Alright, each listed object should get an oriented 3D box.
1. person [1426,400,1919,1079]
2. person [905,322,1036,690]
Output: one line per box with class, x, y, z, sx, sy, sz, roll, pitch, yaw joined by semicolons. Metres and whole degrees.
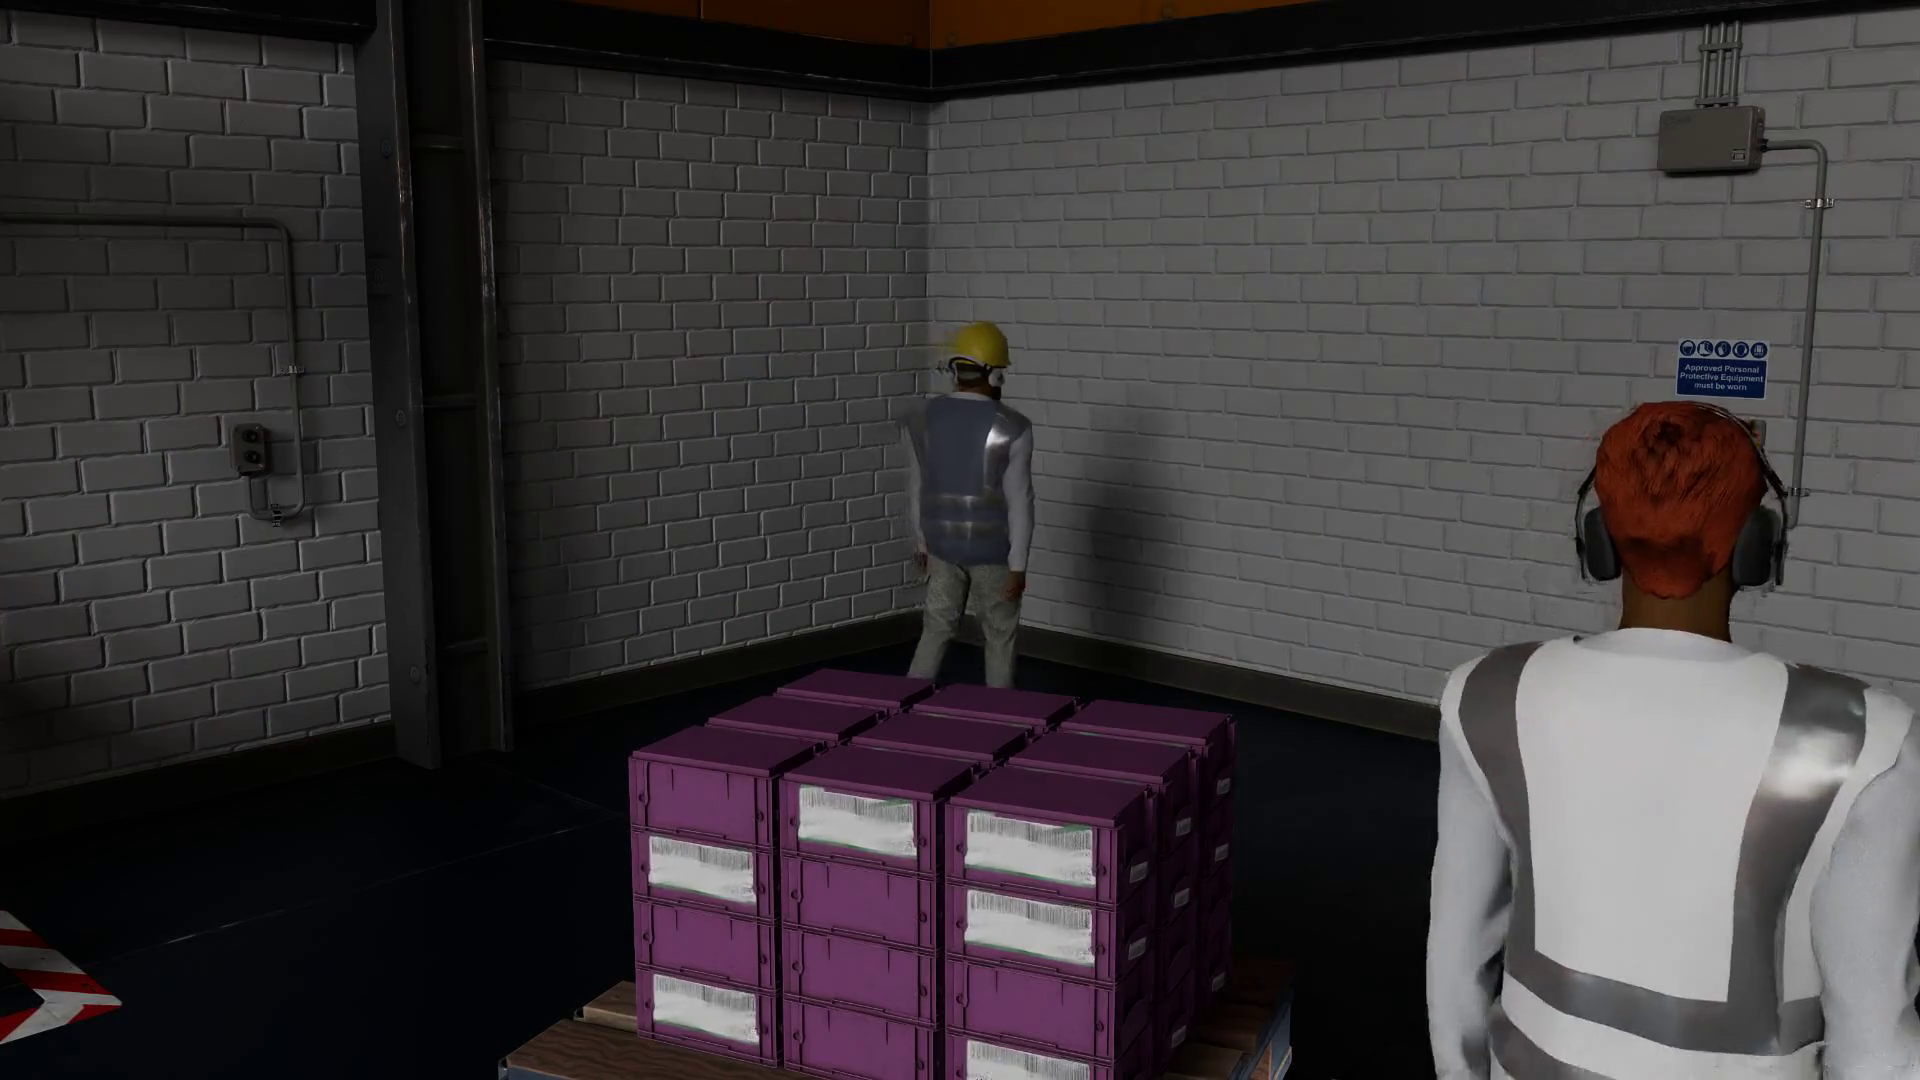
person;0.858;0.758;2.089;0.596;1.866;0.452;8;12;40
person;0.028;0.018;6.805;0.591;1.811;0.787;4;10;24
